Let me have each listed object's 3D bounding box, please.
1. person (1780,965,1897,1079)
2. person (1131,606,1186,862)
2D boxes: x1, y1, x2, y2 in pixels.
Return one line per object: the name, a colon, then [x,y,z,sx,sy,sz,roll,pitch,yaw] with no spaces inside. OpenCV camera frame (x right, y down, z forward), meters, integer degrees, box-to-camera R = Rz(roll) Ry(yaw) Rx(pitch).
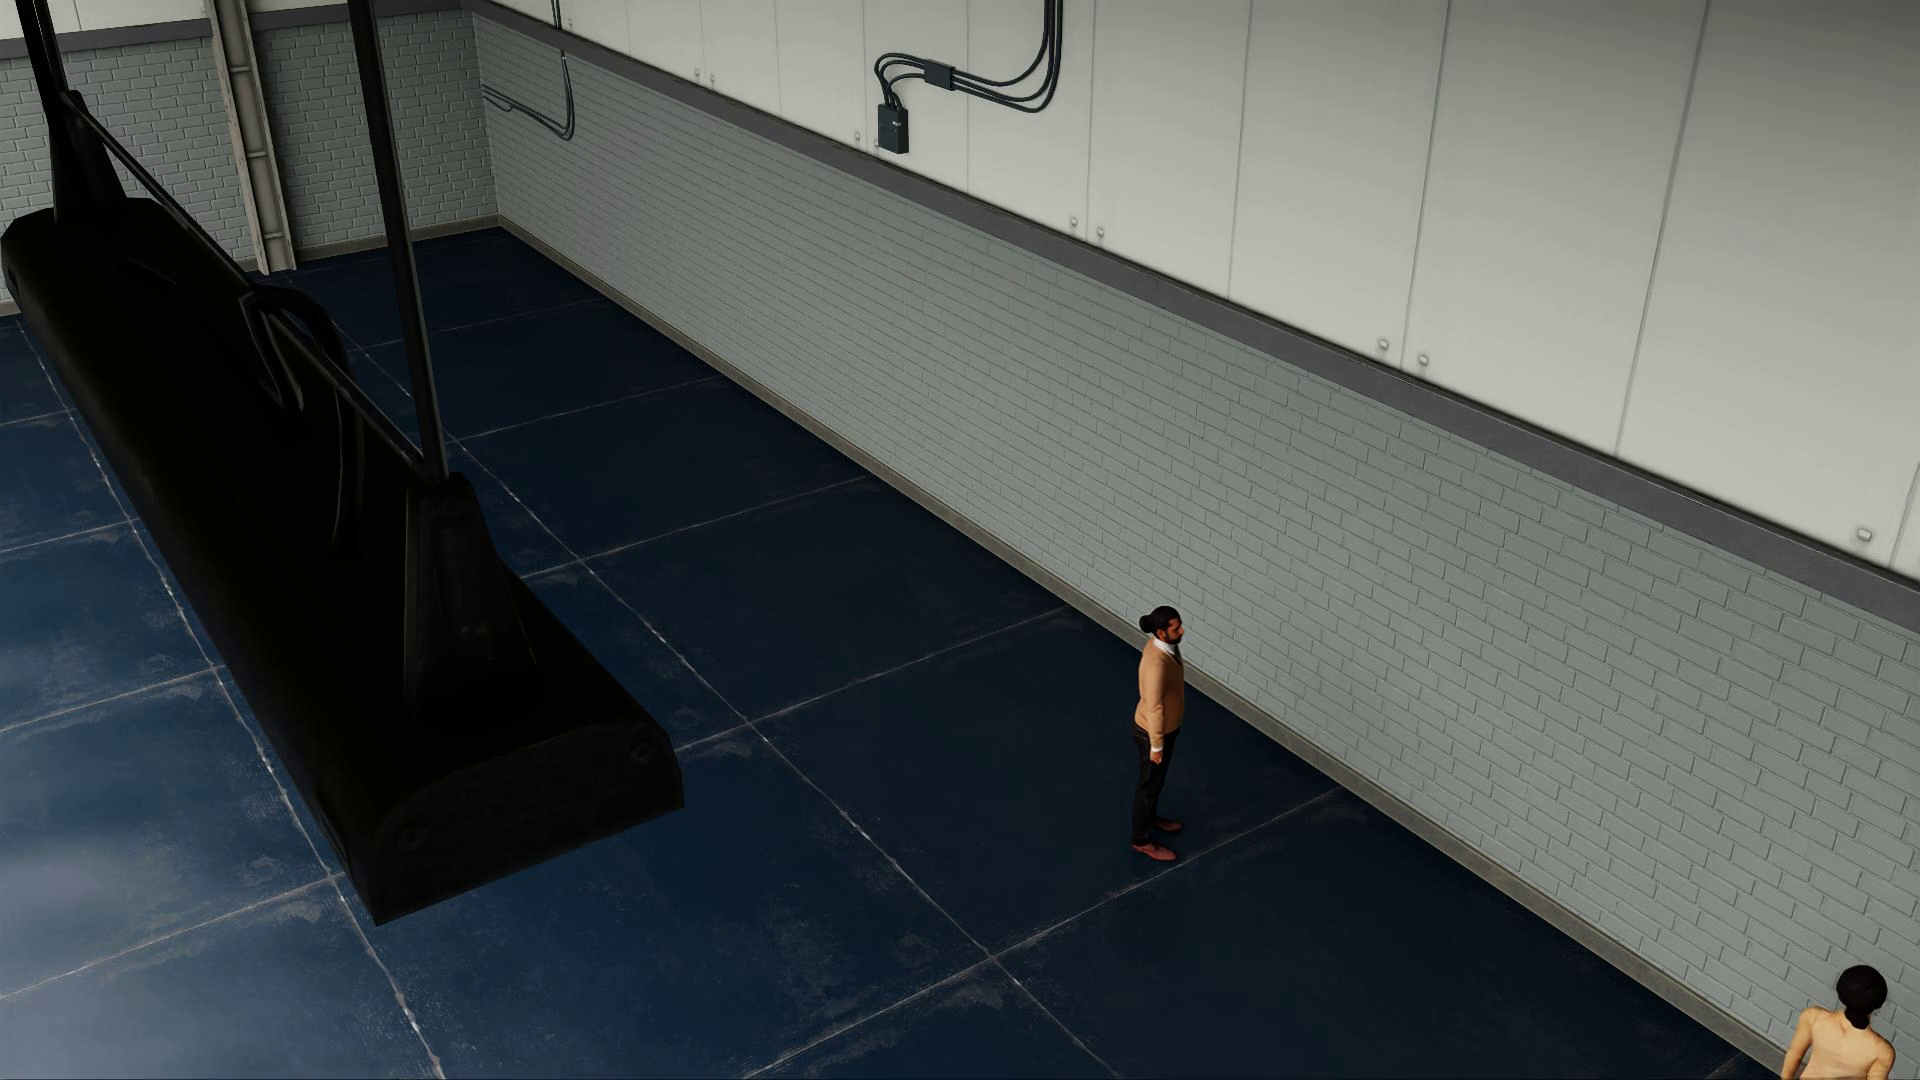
person: [4.030,2.670,7.764,0.590,1.653,0.619,-22,35,-36]
person: [1.245,1.180,10.456,0.812,1.754,0.738,7,29,12]
